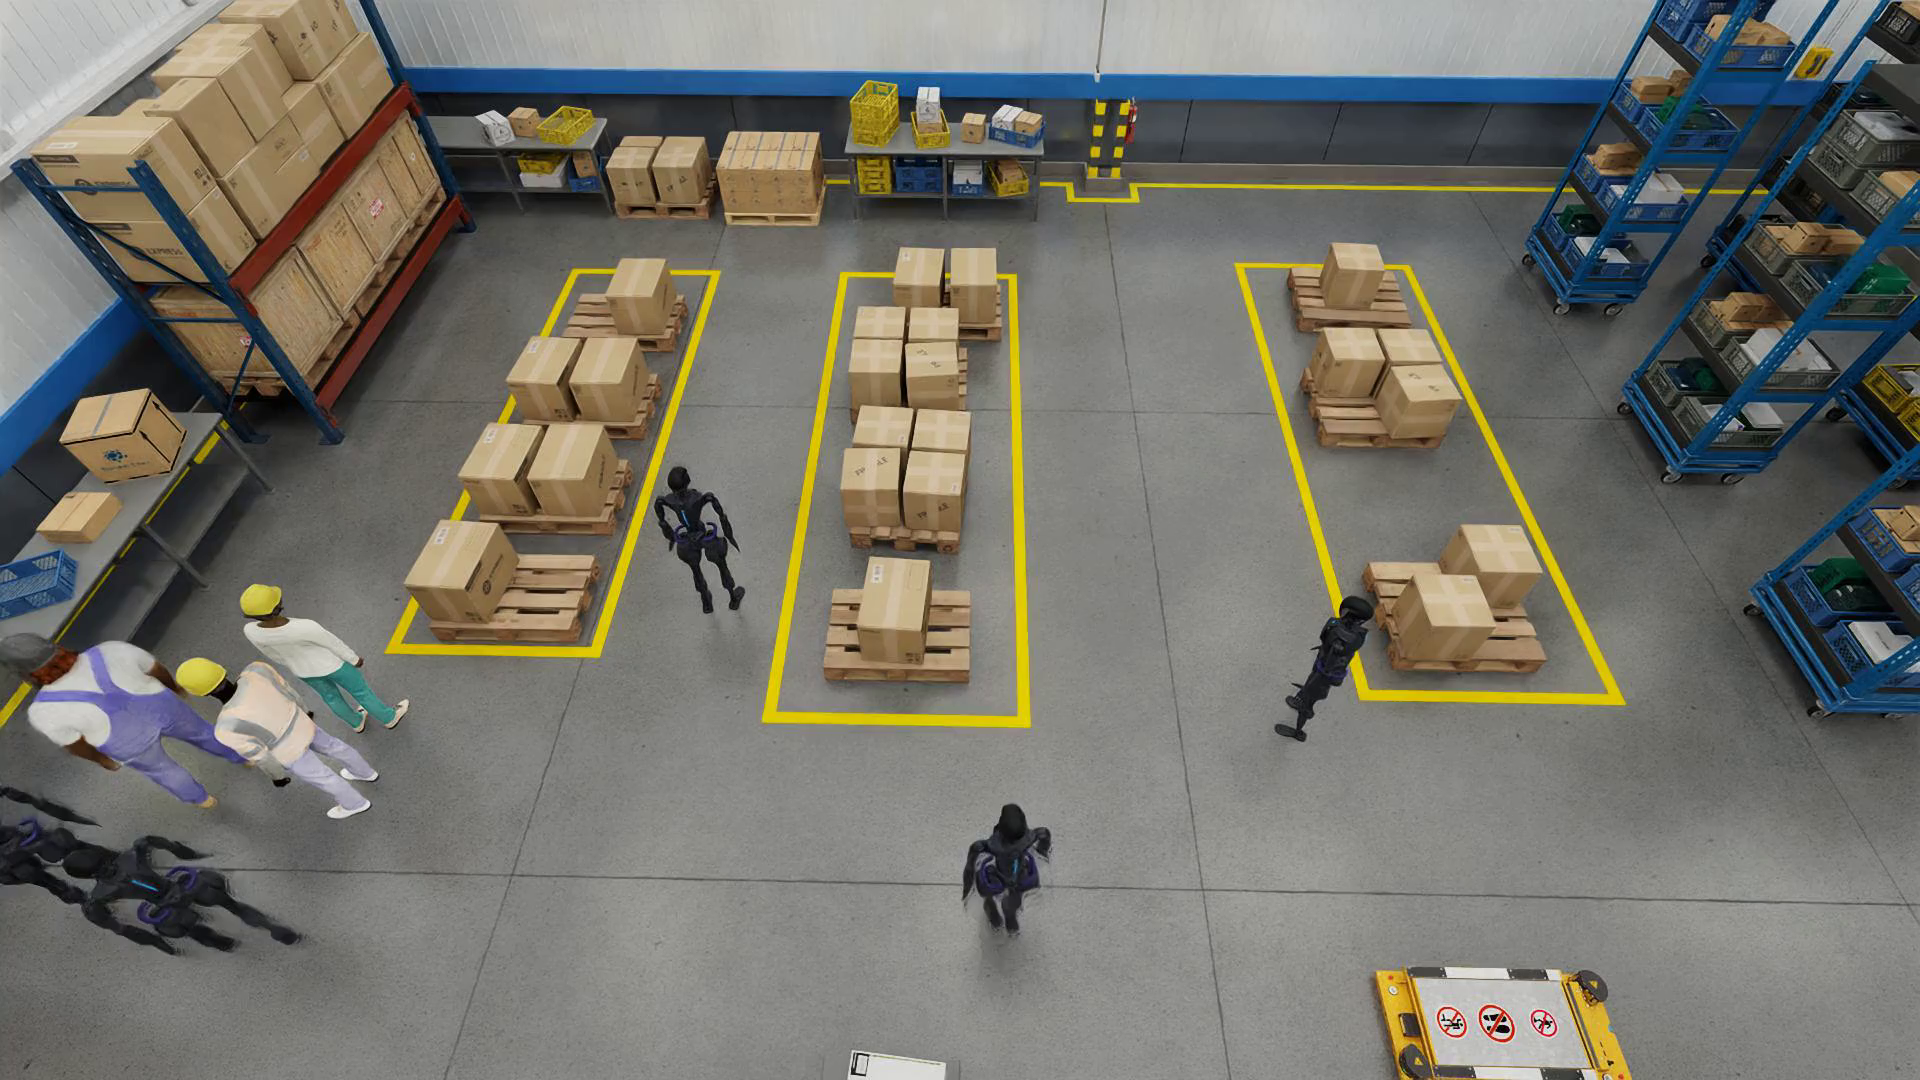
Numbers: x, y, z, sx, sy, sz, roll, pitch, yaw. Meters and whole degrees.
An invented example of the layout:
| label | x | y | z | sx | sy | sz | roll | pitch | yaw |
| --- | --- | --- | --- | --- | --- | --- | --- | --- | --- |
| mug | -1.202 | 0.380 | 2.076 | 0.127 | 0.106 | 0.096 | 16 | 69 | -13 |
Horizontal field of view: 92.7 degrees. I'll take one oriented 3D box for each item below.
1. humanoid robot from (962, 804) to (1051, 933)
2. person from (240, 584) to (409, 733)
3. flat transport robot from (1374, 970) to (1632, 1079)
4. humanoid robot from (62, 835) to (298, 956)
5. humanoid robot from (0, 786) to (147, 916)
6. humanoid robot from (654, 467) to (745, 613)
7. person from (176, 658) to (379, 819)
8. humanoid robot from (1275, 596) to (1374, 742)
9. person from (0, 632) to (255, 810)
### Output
| label | x | y | z | sx | sy | sz | roll | pitch | yaw |
| --- | --- | --- | --- | --- | --- | --- | --- | --- | --- |
| humanoid robot | 0.300 | 2.095 | 5.867 | 0.616 | 1.644 | 0.415 | -7 | 51 | -6 |
| person | -4.730 | 0.900 | 6.786 | 0.524 | 1.768 | 0.308 | -4 | 51 | -3 |
| flat transport robot | 3.501 | 3.133 | 5.914 | 1.431 | 0.197 | 0.652 | 1 | 51 | 1 |
| humanoid robot | -4.902 | 2.254 | 5.756 | 0.651 | 1.639 | 0.582 | 16 | 53 | 13 |
| humanoid robot | -6.059 | 1.999 | 5.951 | 0.627 | 1.639 | 0.417 | -38 | 60 | -26 |
| humanoid robot | -2.143 | -0.001 | 7.569 | 0.584 | 1.657 | 0.327 | -4 | 51 | -4 |
| person | -4.641 | 1.371 | 6.302 | 0.379 | 1.921 | 0.586 | -2 | 51 | -2 |
| humanoid robot | 2.693 | 0.944 | 6.798 | 0.311 | 1.657 | 0.609 | 25 | 55 | 19 |
| person | -5.724 | 1.232 | 6.339 | 0.537 | 2.000 | 0.707 | 17 | 53 | 13 |
